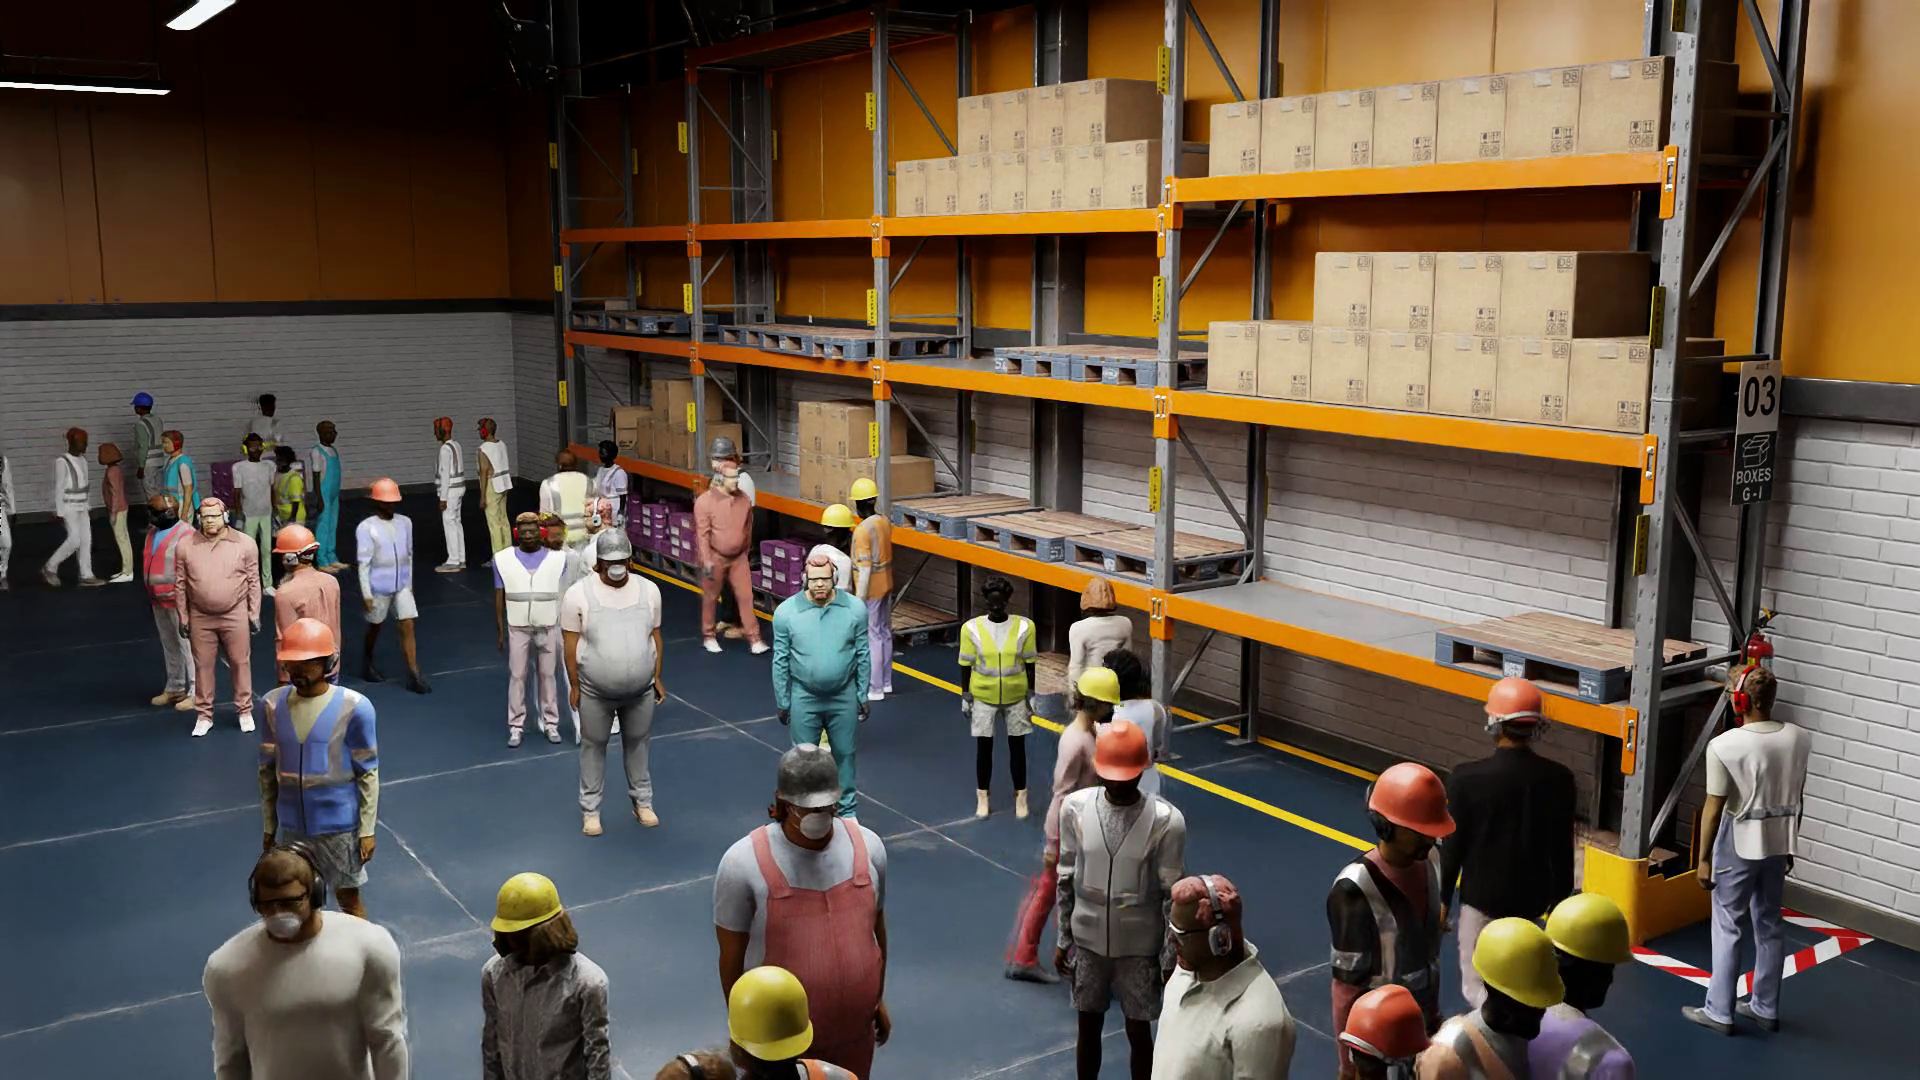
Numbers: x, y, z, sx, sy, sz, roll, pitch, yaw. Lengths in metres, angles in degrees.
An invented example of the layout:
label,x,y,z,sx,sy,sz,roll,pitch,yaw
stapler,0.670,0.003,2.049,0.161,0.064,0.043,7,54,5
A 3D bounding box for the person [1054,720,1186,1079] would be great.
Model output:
label,x,y,z,sx,sy,sz,roll,pitch,yaw
person,0.657,1.675,6.936,0.550,1.925,0.389,4,10,20

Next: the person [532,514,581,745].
label,x,y,z,sx,sy,sz,roll,pitch,yaw
person,-3.152,0.692,13.022,0.493,1.805,0.976,-6,11,-30

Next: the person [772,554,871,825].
label,x,y,z,sx,sy,sz,roll,pitch,yaw
person,-0.896,1.022,10.849,0.645,1.900,0.399,-2,10,-10

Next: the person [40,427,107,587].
label,x,y,z,sx,sy,sz,roll,pitch,yaw
person,-10.227,-0.370,19.107,0.556,1.866,0.601,0,10,-1

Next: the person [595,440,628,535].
label,x,y,z,sx,sy,sz,roll,pitch,yaw
person,-4.051,-0.315,19.279,0.540,1.696,0.316,9,13,43

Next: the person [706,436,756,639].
label,x,y,z,sx,sy,sz,roll,pitch,yaw
person,-2.347,-0.041,16.656,0.537,2.000,0.683,-8,13,-39

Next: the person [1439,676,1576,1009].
label,x,y,z,sx,sy,sz,roll,pitch,yaw
person,2.435,1.588,7.331,0.607,1.971,0.856,-3,10,-16

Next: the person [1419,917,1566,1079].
label,x,y,z,sx,sy,sz,roll,pitch,yaw
person,1.540,2.005,5.102,0.600,1.897,0.779,-8,12,-39

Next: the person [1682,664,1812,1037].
label,x,y,z,sx,sy,sz,roll,pitch,yaw
person,3.850,1.521,8.096,0.561,1.836,0.397,-3,10,-15

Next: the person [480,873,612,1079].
label,x,y,z,sx,sy,sz,roll,pitch,yaw
person,-1.430,1.972,5.754,0.488,1.736,0.360,3,10,17

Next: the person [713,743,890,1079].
label,x,y,z,sx,sy,sz,roll,pitch,yaw
person,-0.538,1.743,6.186,0.678,2.000,0.537,-5,11,-27

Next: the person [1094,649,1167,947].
label,x,y,z,sx,sy,sz,roll,pitch,yaw
person,0.924,1.416,9.220,0.536,1.659,0.822,-5,11,-26

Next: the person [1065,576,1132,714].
label,x,y,z,sx,sy,sz,roll,pitch,yaw
person,0.950,1.058,11.397,0.507,1.632,0.273,-5,11,-28

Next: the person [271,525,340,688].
label,x,y,z,sx,sy,sz,roll,pitch,yaw
person,-4.477,0.882,11.410,0.407,1.987,0.615,2,10,14

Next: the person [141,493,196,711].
label,x,y,z,sx,sy,sz,roll,pitch,yaw
person,-6.623,0.513,13.997,0.634,1.839,0.429,6,11,31

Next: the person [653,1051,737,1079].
label,x,y,z,sx,sy,sz,roll,pitch,yaw
person,-0.597,2.168,4.426,0.975,1.803,0.516,-5,11,-28

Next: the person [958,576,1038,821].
label,x,y,z,sx,sy,sz,roll,pitch,yaw
person,0.257,1.061,11.236,0.539,1.687,0.320,0,10,-2

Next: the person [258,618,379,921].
label,x,y,z,sx,sy,sz,roll,pitch,yaw
person,-3.183,1.389,8.249,0.607,2.048,0.370,1,10,6

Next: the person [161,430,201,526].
label,x,y,z,sx,sy,sz,roll,pitch,yaw
person,-8.883,-0.339,18.974,0.389,1.846,0.567,-8,13,-40

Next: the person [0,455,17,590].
label,x,y,z,sx,sy,sz,roll,pitch,yaw
person,-10.967,-0.315,18.760,0.610,1.864,0.445,-9,13,-42

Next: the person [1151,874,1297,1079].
label,x,y,z,sx,sy,sz,roll,pitch,yaw
person,0.789,1.974,5.273,0.400,1.895,0.651,-3,10,-15

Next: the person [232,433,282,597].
label,x,y,z,sx,sy,sz,roll,pitch,yaw
person,-7.795,-0.265,18.475,0.323,1.870,0.518,8,13,40

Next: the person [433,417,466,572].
label,x,y,z,sx,sy,sz,roll,pitch,yaw
person,-6.191,-0.554,20.158,0.371,1.878,0.588,-1,10,-4

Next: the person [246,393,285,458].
label,x,y,z,sx,sy,sz,roll,pitch,yaw
person,-9.675,-1.083,23.179,0.615,1.916,1.037,2,10,10

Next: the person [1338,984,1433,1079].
label,x,y,z,sx,sy,sz,roll,pitch,yaw
person,1.188,2.124,4.800,0.573,1.746,0.345,8,13,41

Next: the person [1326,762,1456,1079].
label,x,y,z,sx,sy,sz,roll,pitch,yaw
person,1.576,1.776,6.036,0.613,2.031,0.403,-9,13,-43

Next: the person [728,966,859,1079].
label,x,y,z,sx,sy,sz,roll,pitch,yaw
person,-0.509,2.077,4.561,0.588,1.927,0.370,-6,11,-31

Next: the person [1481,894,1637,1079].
label,x,y,z,sx,sy,sz,roll,pitch,yaw
person,1.821,1.998,5.080,0.399,1.912,0.592,-4,11,-23

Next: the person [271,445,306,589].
label,x,y,z,sx,sy,sz,roll,pitch,yaw
person,-7.666,-0.260,18.995,0.555,1.687,0.330,8,12,39

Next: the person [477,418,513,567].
label,x,y,z,sx,sy,sz,roll,pitch,yaw
person,-5.710,-0.579,20.435,0.406,1.833,0.563,2,10,13

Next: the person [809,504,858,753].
label,x,y,z,sx,sy,sz,roll,pitch,yaw
person,-0.980,0.676,12.856,0.441,1.912,0.597,-5,11,-27

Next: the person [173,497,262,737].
label,x,y,z,sx,sy,sz,roll,pitch,yaw
person,-5.899,0.607,13.242,0.638,1.911,0.406,-3,10,-18

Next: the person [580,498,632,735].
label,x,y,z,sx,sy,sz,roll,pitch,yaw
person,-2.848,0.602,13.305,0.399,1.900,0.644,1,10,8

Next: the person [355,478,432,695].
label,x,y,z,sx,sy,sz,roll,pitch,yaw
person,-5.047,0.385,14.624,1.006,1.889,0.564,9,13,42

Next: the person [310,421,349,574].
label,x,y,z,sx,sy,sz,roll,pitch,yaw
person,-7.621,-0.522,20.055,0.326,1.843,0.516,1,10,5

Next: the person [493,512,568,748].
label,x,y,z,sx,sy,sz,roll,pitch,yaw
person,-3.328,0.683,12.974,0.564,1.846,0.393,-3,10,-18

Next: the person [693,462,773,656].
label,x,y,z,sx,sy,sz,roll,pitch,yaw
person,-2.171,0.198,15.776,0.658,1.865,0.957,-7,12,-37

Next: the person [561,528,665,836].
label,x,y,z,sx,sy,sz,roll,pitch,yaw
person,-2.257,0.925,10.991,0.673,2.000,0.535,-5,11,-26

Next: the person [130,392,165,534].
label,x,y,z,sx,sy,sz,roll,pitch,yaw
person,-11.154,-1.058,22.892,0.381,1.951,0.607,-1,10,-4

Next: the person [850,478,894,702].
label,x,y,z,sx,sy,sz,roll,pitch,yaw
person,-0.773,0.428,14.247,0.384,1.924,0.589,3,10,19

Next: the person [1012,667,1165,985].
label,x,y,z,sx,sy,sz,roll,pitch,yaw
person,0.679,1.501,8.557,0.895,1.704,0.558,2,10,12

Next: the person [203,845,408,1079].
label,x,y,z,sx,sy,sz,roll,pitch,yaw
person,-2.178,1.909,5.617,0.628,1.908,0.975,-3,10,-16

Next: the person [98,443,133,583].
label,x,y,z,sx,sy,sz,roll,pitch,yaw
person,-9.891,-0.320,19.488,0.280,1.632,0.501,-4,10,-20

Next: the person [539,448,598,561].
label,x,y,z,sx,sy,sz,roll,pitch,yaw
person,-4.056,-0.042,17.289,0.633,1.826,0.538,-6,11,-32
